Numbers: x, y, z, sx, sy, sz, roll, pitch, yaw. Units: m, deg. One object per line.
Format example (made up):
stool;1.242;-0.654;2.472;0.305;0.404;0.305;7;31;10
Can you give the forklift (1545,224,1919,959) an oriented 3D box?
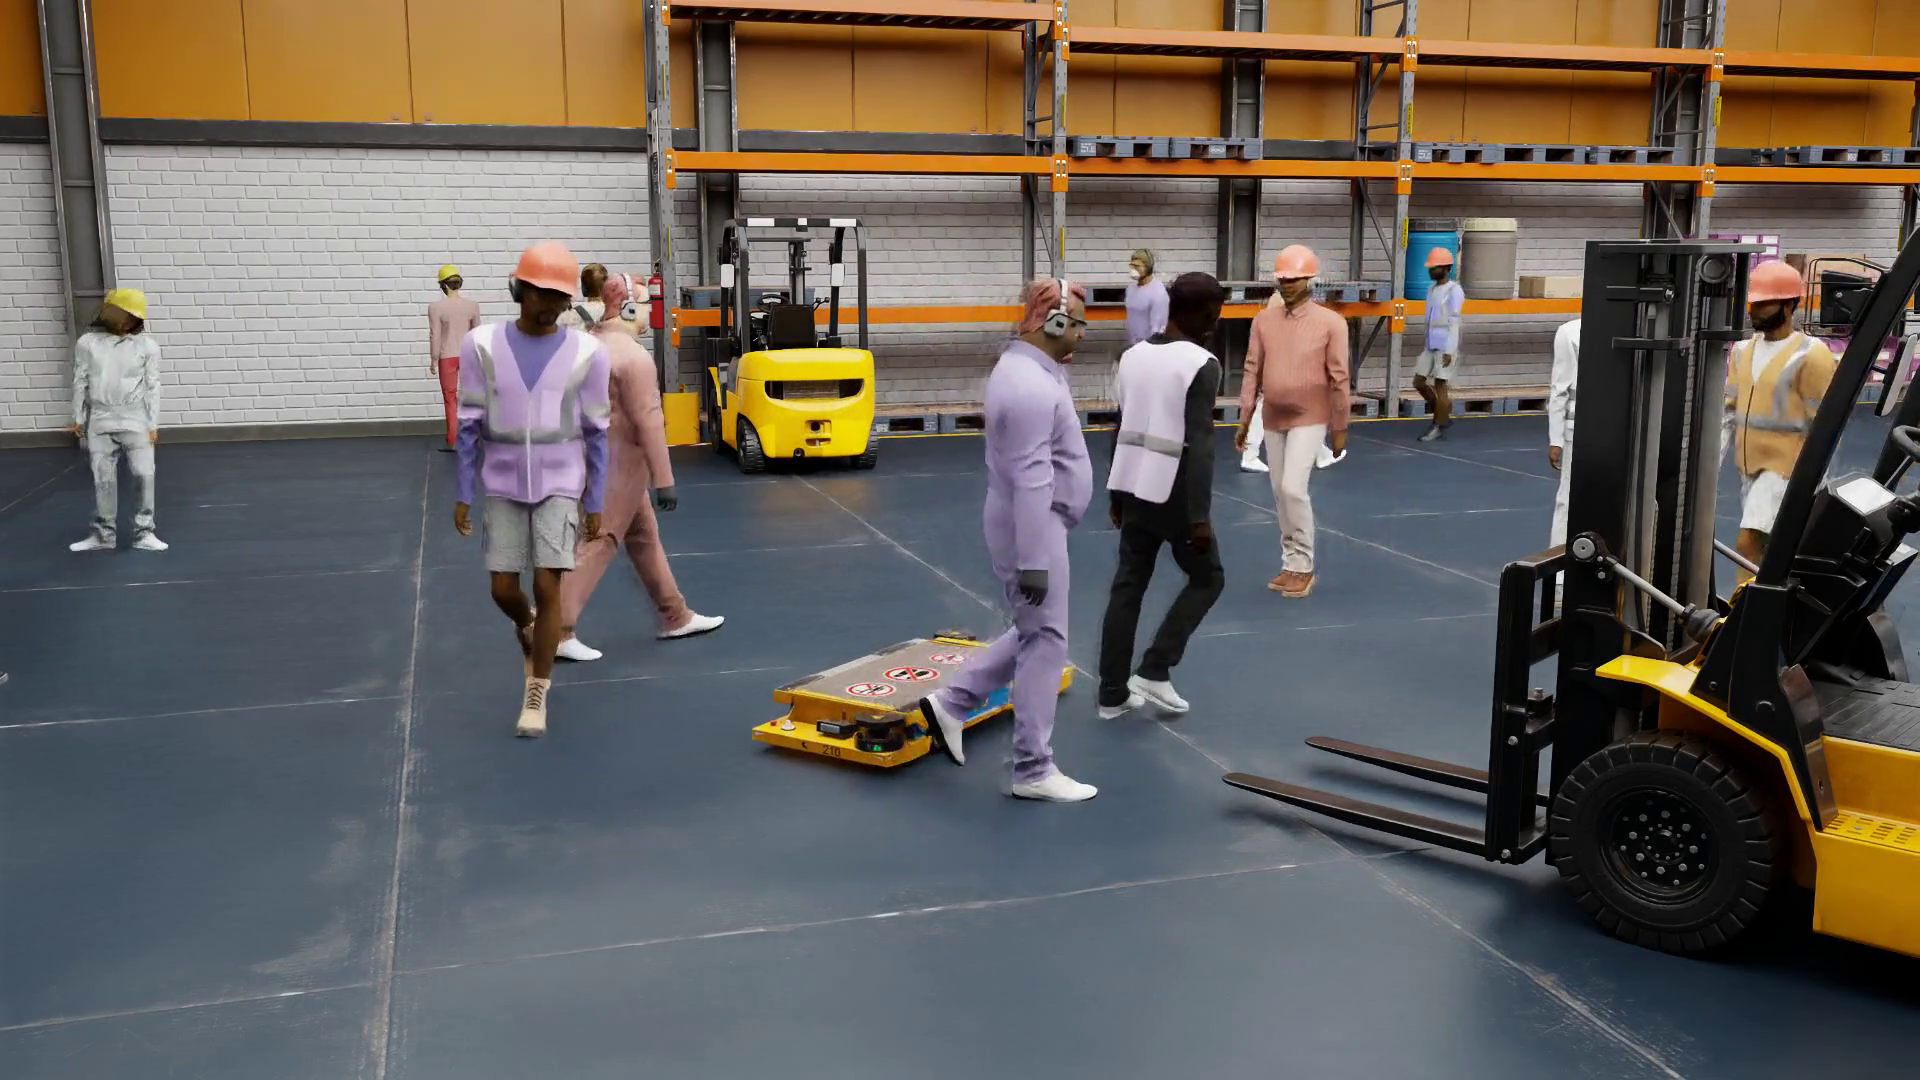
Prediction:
forklift;2.909;0.117;4.508;2.313;2.155;1.214;9;14;40

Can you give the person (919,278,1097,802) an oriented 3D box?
person;0.190;-0.002;6.027;0.583;1.879;0.698;-1;10;-3

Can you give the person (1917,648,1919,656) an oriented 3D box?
person;4.886;-0.340;7.725;1.035;1.932;0.644;-3;11;-15

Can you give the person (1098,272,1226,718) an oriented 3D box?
person;0.835;-0.163;6.907;0.503;1.878;0.723;-7;12;-33

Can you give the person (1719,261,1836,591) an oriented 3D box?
person;3.692;-0.337;7.783;0.862;1.900;0.548;-2;11;-12

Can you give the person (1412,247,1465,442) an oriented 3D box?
person;4.714;-1.915;16.412;0.391;1.923;0.541;-4;11;-20

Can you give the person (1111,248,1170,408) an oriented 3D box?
person;1.611;-1.616;14.765;0.445;1.918;0.652;-4;11;-23

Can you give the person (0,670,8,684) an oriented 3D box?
person;-4.579;-0.236;7.479;0.403;1.824;0.598;-9;14;-40

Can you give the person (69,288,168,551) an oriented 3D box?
person;-5.449;-0.751;10.632;0.666;1.699;0.357;-3;11;-14

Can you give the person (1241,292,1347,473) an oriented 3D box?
person;2.848;-1.508;14.318;1.016;1.863;0.605;-4;11;-19

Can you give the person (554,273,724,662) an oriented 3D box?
person;-1.629;-0.353;8.042;1.027;1.853;0.665;-6;12;-31

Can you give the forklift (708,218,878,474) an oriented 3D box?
forklift;-1.522;-1.778;14.899;1.214;2.155;2.313;-3;11;-17

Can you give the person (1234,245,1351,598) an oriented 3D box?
person;1.839;-0.660;9.385;0.613;1.974;0.620;-9;14;-42

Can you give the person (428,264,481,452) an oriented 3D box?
person;-4.762;-1.710;15.703;0.524;1.768;0.312;-10;14;-44

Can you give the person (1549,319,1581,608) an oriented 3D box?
person;3.495;-0.556;9.073;0.578;1.879;0.349;0;10;1

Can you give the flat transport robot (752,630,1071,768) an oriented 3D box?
flat transport robot;-0.164;0.633;6.958;0.652;0.197;1.431;7;12;32

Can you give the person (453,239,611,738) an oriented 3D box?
person;-1.757;-0.228;6.891;0.652;2.017;0.669;-1;10;-7

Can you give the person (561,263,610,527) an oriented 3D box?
person;-2.490;-0.989;11.539;0.506;1.843;0.351;-2;10;-9
